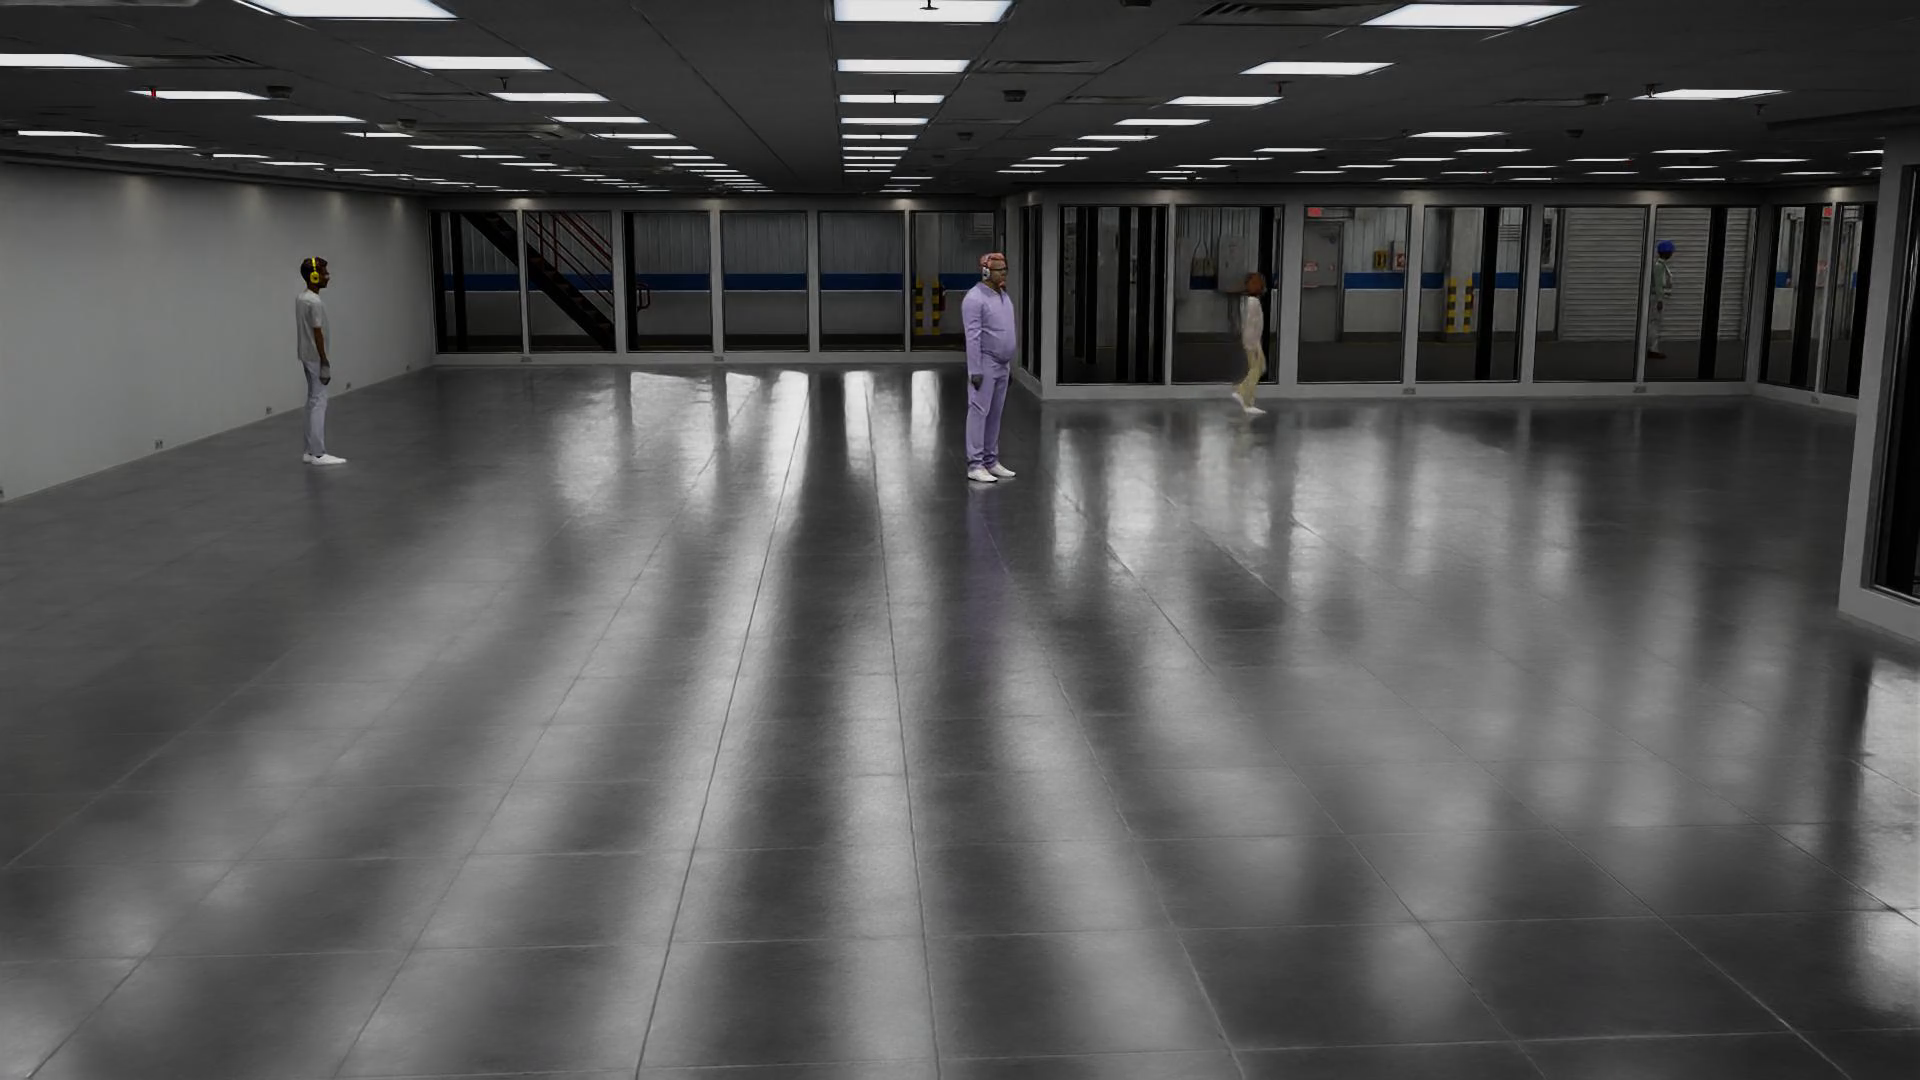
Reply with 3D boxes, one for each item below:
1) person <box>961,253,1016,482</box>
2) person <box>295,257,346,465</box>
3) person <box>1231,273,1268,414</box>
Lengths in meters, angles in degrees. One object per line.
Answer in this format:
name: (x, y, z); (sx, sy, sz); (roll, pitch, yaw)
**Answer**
person: (0.273, -1.453, 14.018); (0.402, 1.911, 0.638); (6, 12, 29)
person: (-5.777, -1.599, 14.954); (0.321, 1.865, 0.515); (-7, 13, -34)
person: (3.384, -2.247, 19.078); (0.366, 1.617, 0.518); (2, 11, 10)
